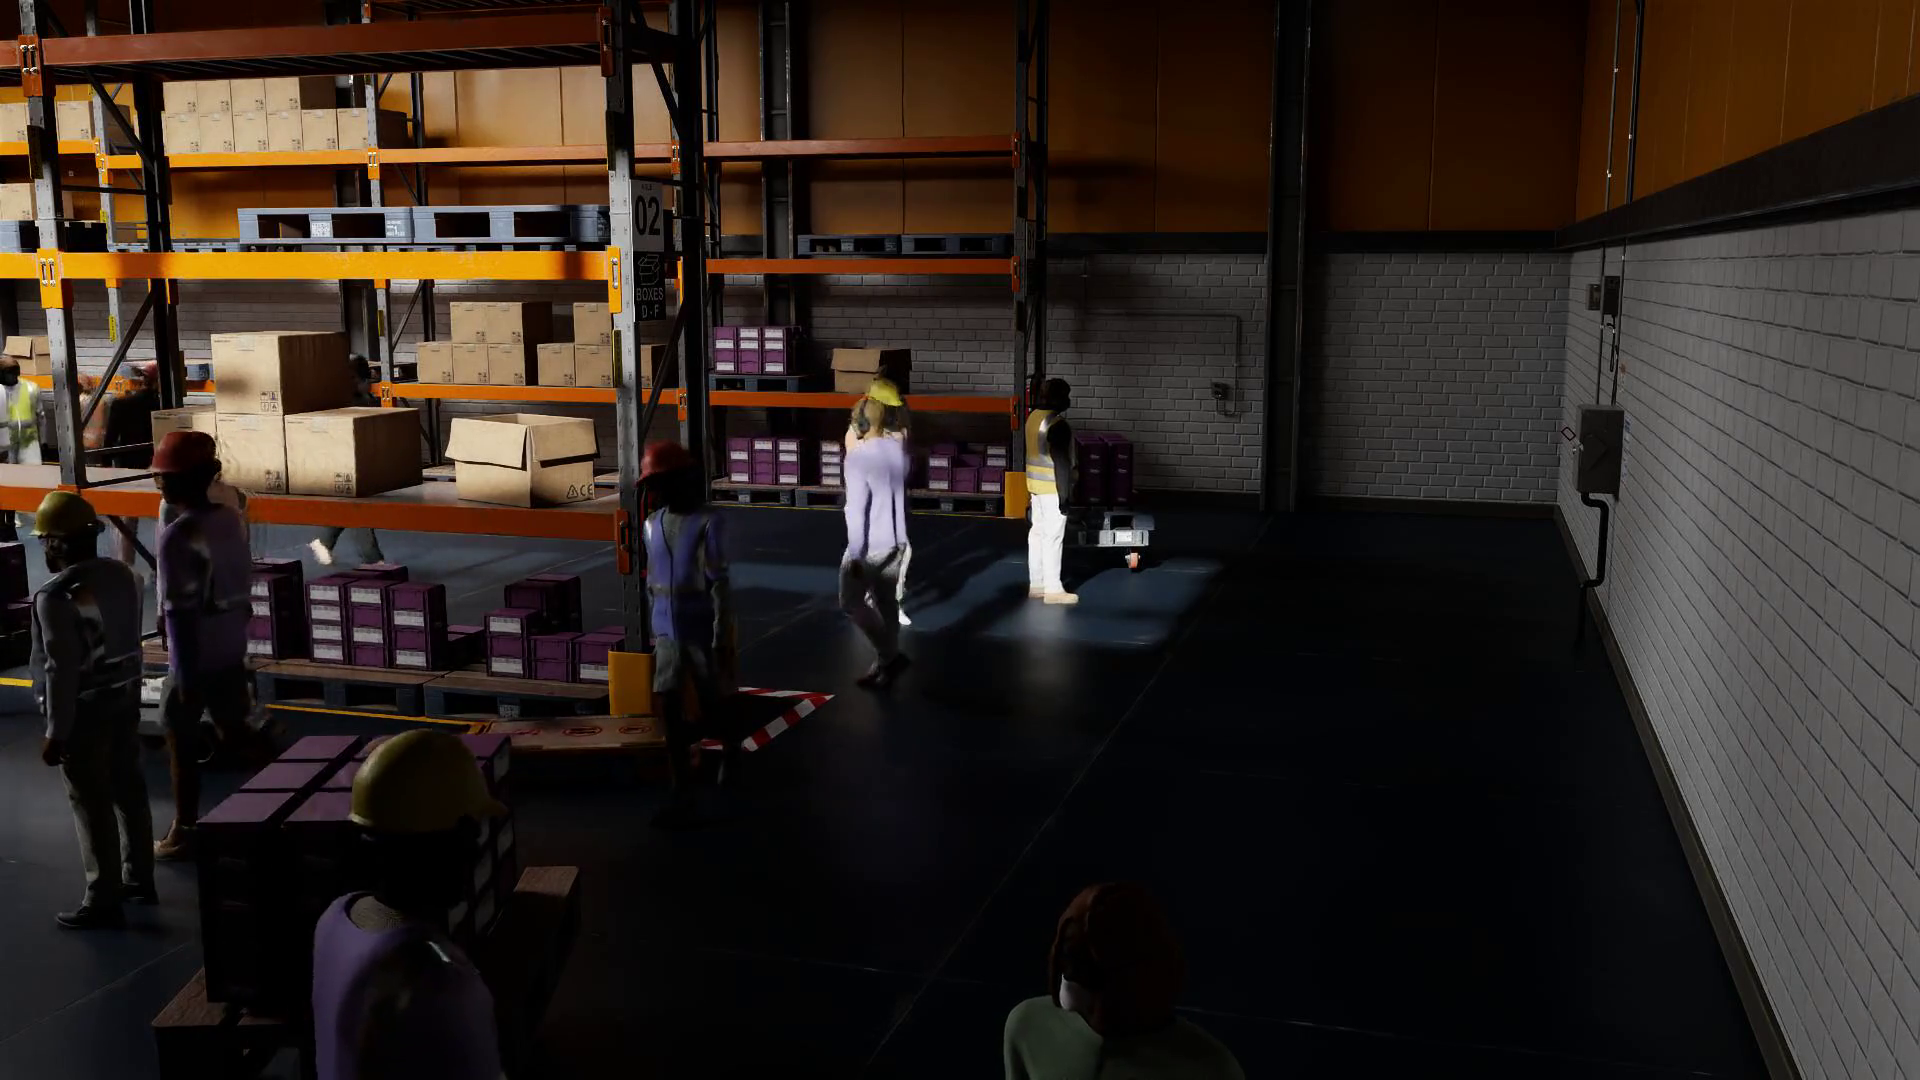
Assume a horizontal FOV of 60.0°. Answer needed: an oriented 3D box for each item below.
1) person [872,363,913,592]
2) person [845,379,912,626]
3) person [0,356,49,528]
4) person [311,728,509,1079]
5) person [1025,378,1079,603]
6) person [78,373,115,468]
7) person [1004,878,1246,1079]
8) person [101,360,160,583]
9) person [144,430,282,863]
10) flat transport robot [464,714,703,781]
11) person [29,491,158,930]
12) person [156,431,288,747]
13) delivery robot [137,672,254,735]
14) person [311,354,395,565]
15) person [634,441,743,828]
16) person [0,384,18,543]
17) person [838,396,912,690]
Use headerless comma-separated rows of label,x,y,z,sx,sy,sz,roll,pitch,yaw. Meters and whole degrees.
person,-0.586,-0.526,14.084,0.372,1.940,0.629,0,9,1
person,-0.605,-0.261,12.574,0.610,1.907,0.547,-7,12,-37
person,-9.941,-1.024,17.486,0.452,1.821,0.689,9,13,43
person,-1.010,1.287,3.224,0.995,1.876,0.587,-6,11,-34
person,0.761,-0.407,13.650,0.430,1.843,0.626,-3,10,-20
person,-9.557,-1.051,18.329,0.881,1.591,0.537,3,10,15
person,0.289,1.421,3.146,0.502,1.631,0.286,5,11,29
person,-7.123,-0.580,14.417,0.791,1.945,0.443,-4,10,-21
person,-3.364,0.504,7.568,0.851,2.023,0.615,2,9,10
flat transport robot,-2.132,1.133,9.033,1.431,0.197,0.652,-1,9,-7
person,-3.627,0.702,6.928,0.404,1.827,0.601,1,9,5
person,-4.115,0.321,9.199,0.879,1.856,0.586,3,10,20
delivery robot,-4.319,0.911,9.246,0.707,0.478,0.477,1,9,7
person,-5.561,-0.737,15.056,1.035,2.000,0.671,3,10,18
person,-1.350,0.444,8.328,0.564,1.881,0.836,4,10,21
person,-9.615,-0.916,16.462,0.356,1.936,0.551,-1,9,-7
person,-0.522,0.040,10.682,0.478,1.927,0.641,7,11,35
